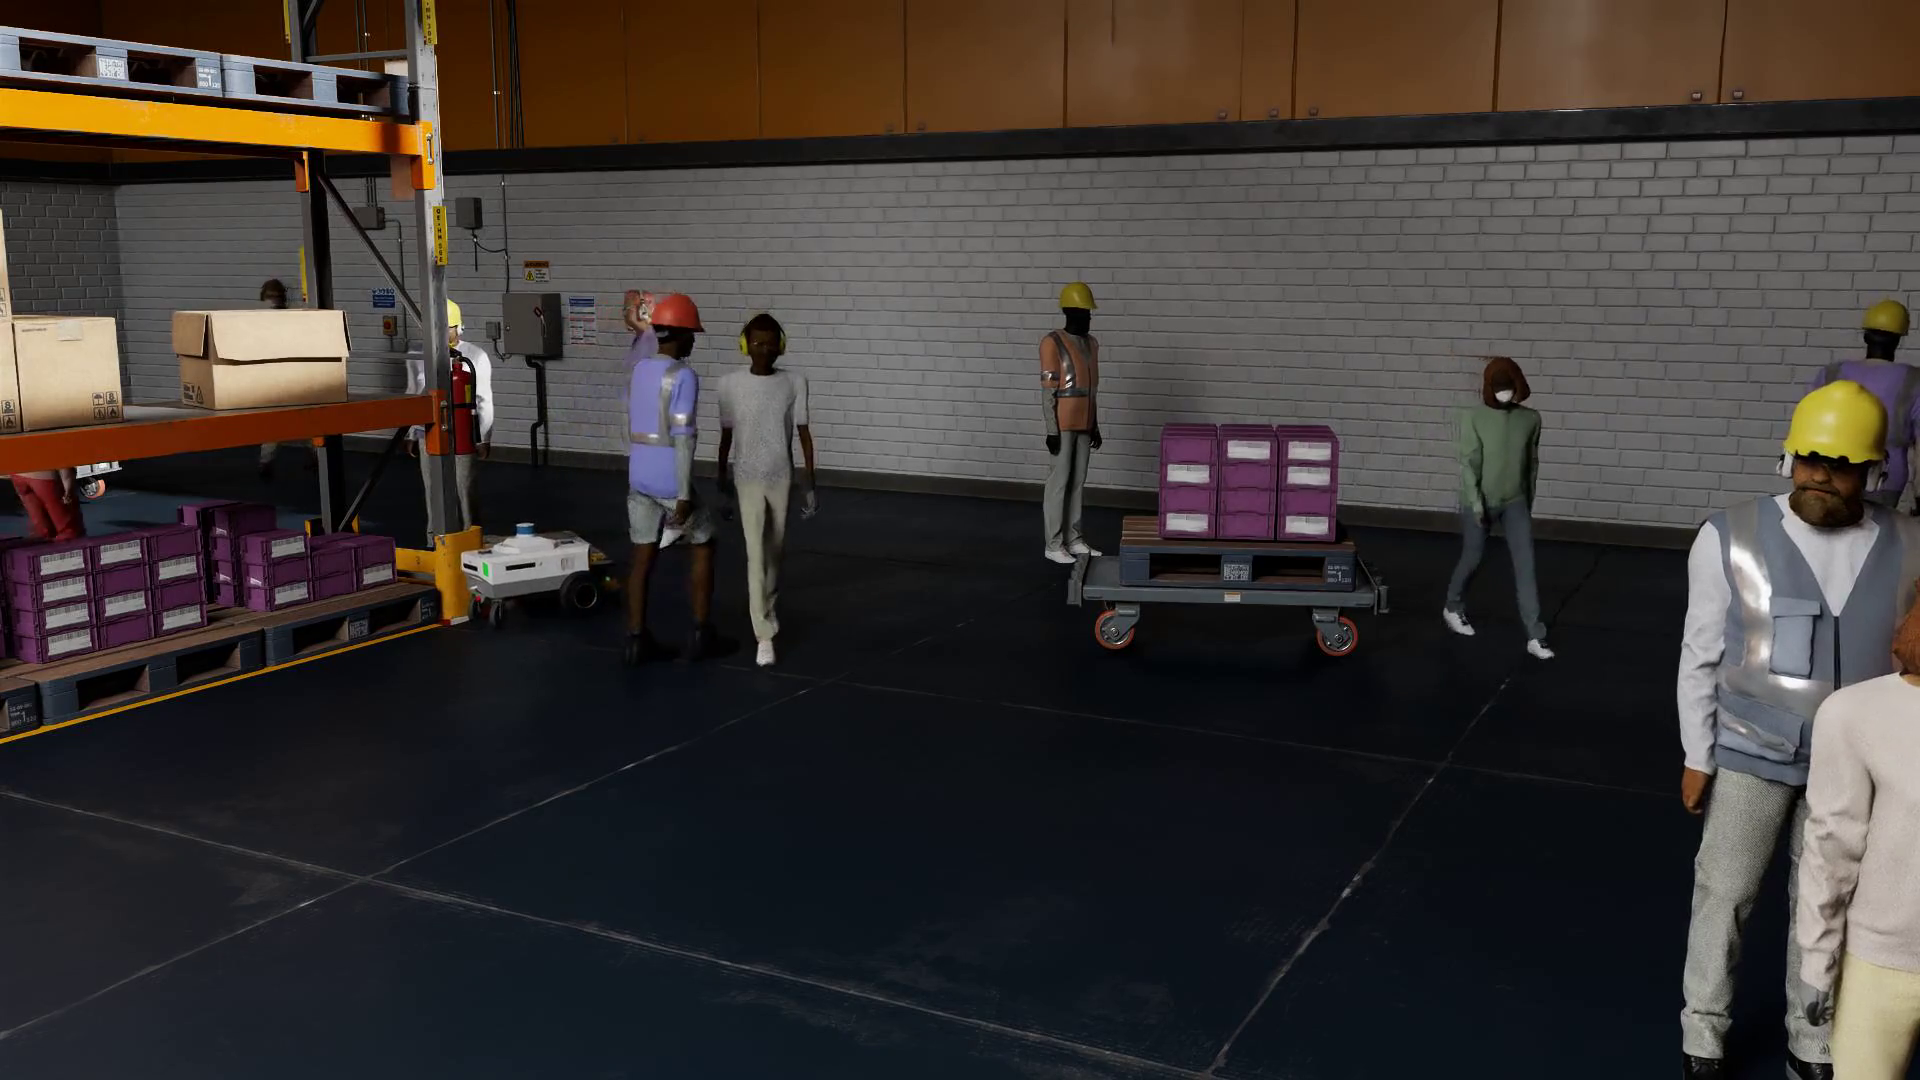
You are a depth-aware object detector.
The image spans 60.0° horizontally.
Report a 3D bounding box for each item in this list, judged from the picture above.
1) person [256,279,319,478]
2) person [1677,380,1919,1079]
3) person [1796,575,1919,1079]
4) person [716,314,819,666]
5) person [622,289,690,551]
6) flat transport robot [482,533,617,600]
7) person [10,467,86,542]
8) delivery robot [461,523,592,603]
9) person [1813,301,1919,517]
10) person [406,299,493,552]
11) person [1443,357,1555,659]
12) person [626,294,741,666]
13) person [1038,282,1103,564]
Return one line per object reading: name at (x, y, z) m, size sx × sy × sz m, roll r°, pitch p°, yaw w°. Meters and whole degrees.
person at (-6.450, -1.547, 15.923) m, size 0.671 × 1.884 × 1.043 m, roll 1°, pitch 10°, yaw 7°
person at (2.066, 0.521, 4.074) m, size 0.591 × 1.828 × 0.404 m, roll 2°, pitch 10°, yaw 9°
person at (1.806, 0.797, 3.069) m, size 0.493 × 1.625 × 0.282 m, roll 3°, pitch 10°, yaw 17°
person at (-1.043, -0.310, 8.941) m, size 0.534 × 1.820 × 0.975 m, roll -3°, pitch 10°, yaw -16°
person at (-2.141, -0.855, 11.952) m, size 0.549 × 1.870 × 0.656 m, roll -5°, pitch 11°, yaw -26°
flat transport robot at (-2.713, 0.144, 10.760) m, size 0.652 × 0.197 × 1.431 m, roll -5°, pitch 11°, yaw -25°
person at (-5.222, -0.359, 9.402) m, size 0.527 × 1.751 × 0.517 m, roll 5°, pitch 11°, yaw 26°
delivery robot at (-2.516, 0.145, 9.662) m, size 0.707 × 0.478 × 0.477 m, roll -8°, pitch 13°, yaw -40°
person at (4.900, -0.343, 8.965) m, size 0.590 × 1.863 × 1.019 m, roll 8°, pitch 13°, yaw 38°
person at (-3.500, -0.739, 11.409) m, size 0.593 × 1.819 × 0.404 m, roll 0°, pitch 10°, yaw 1°
person at (2.885, -0.202, 8.987) m, size 0.498 × 1.581 × 0.844 m, roll -1°, pitch 10°, yaw -9°
person at (-1.464, -0.310, 8.649) m, size 0.561 × 1.906 × 0.732 m, roll 8°, pitch 13°, yaw 40°
person at (0.782, -0.807, 11.478) m, size 0.365 × 1.928 × 0.585 m, roll 8°, pitch 12°, yaw 38°
